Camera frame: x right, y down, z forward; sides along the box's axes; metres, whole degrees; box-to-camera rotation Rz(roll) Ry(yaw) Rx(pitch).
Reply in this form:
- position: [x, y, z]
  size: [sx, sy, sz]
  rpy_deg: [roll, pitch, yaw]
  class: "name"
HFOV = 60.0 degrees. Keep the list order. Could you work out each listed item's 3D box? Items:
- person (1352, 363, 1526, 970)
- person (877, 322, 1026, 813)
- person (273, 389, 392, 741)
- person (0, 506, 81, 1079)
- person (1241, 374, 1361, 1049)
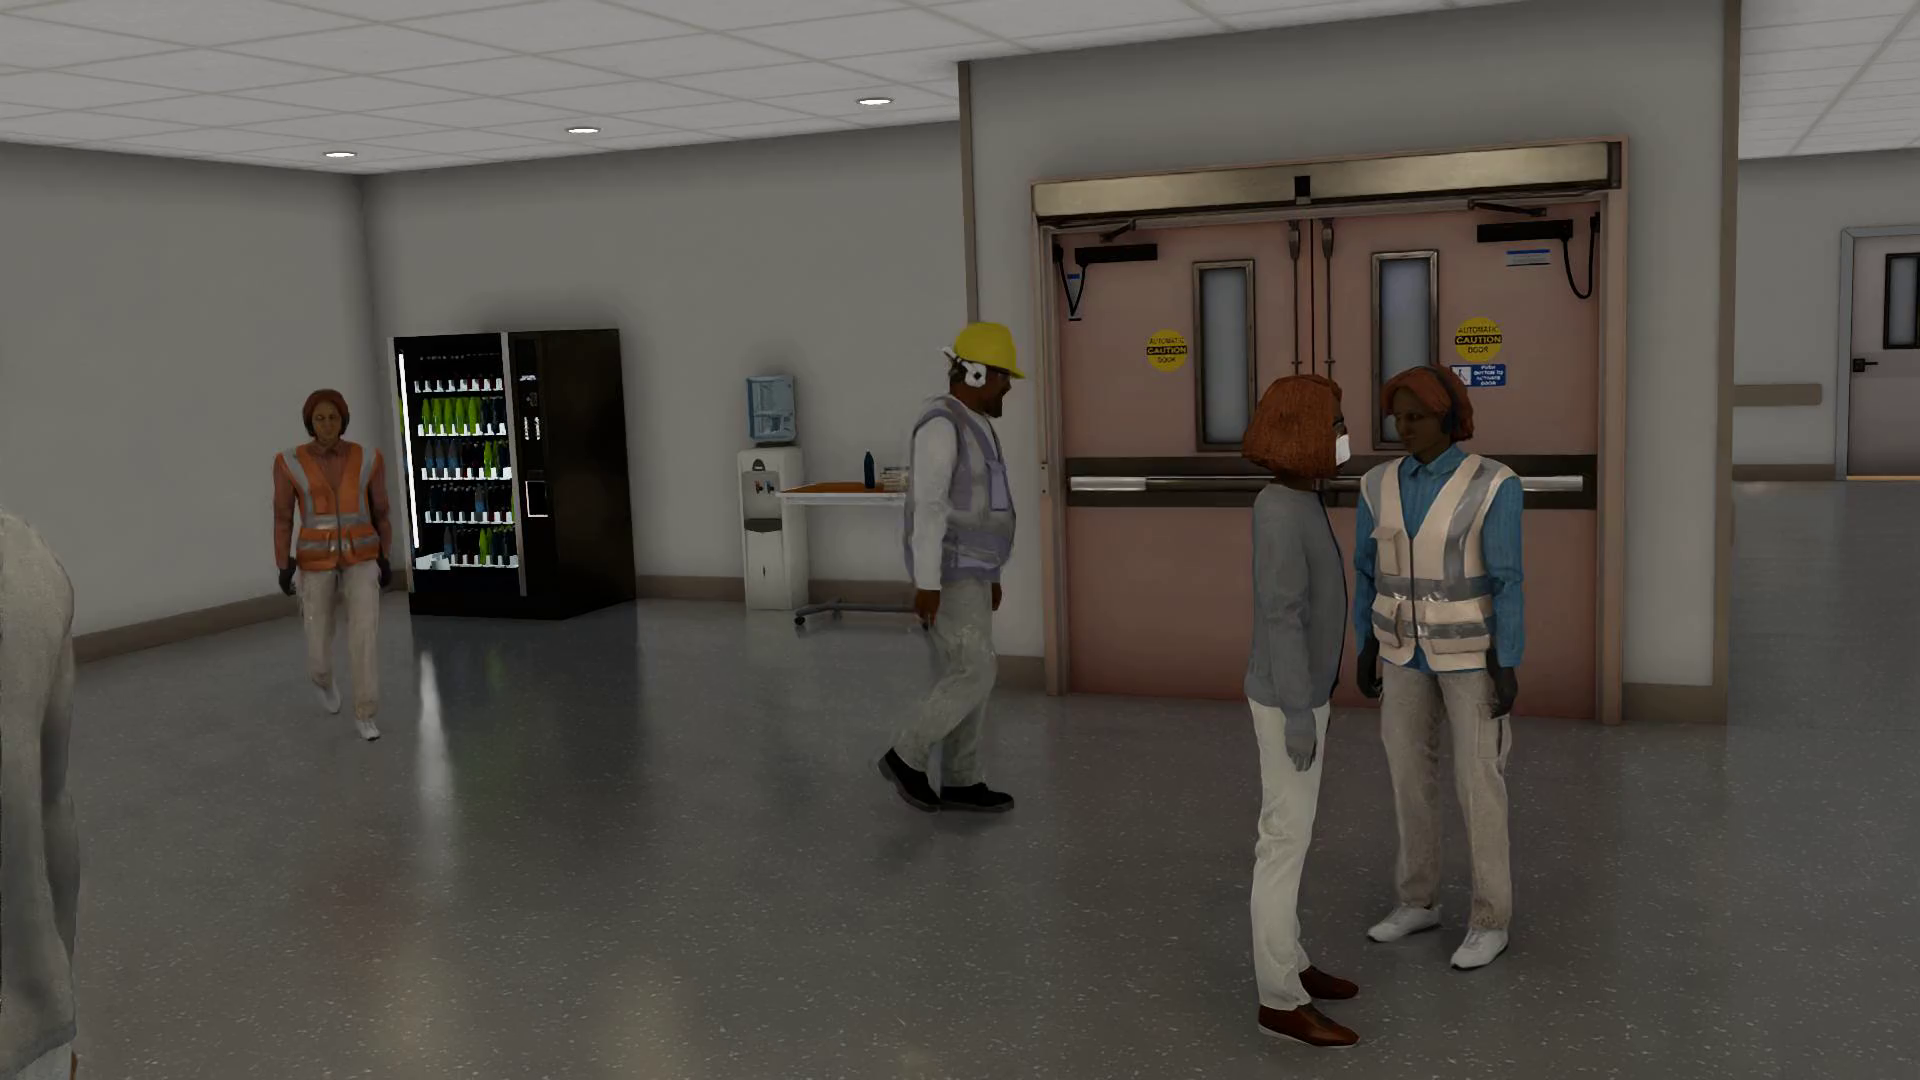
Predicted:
- position: [1.315, 0.334, 4.570]
  size: [0.312, 1.632, 0.526]
  rpy_deg: [-9, 10, -41]
  class: "person"
- position: [0.010, 0.111, 6.069]
  size: [0.485, 1.792, 0.657]
  rpy_deg: [0, 8, 14]
  class: "person"
- position: [-2.927, 0.096, 7.782]
  size: [0.525, 1.612, 0.730]
  rpy_deg: [-6, 8, -26]
  class: "person"
- position: [-1.199, 0.632, 1.873]
  size: [0.356, 1.938, 0.633]
  rpy_deg: [-2, 7, 4]
  class: "person"
- position: [0.851, 0.408, 4.131]
  size: [0.279, 1.634, 0.499]
  rpy_deg: [0, 8, 15]
  class: "person"
